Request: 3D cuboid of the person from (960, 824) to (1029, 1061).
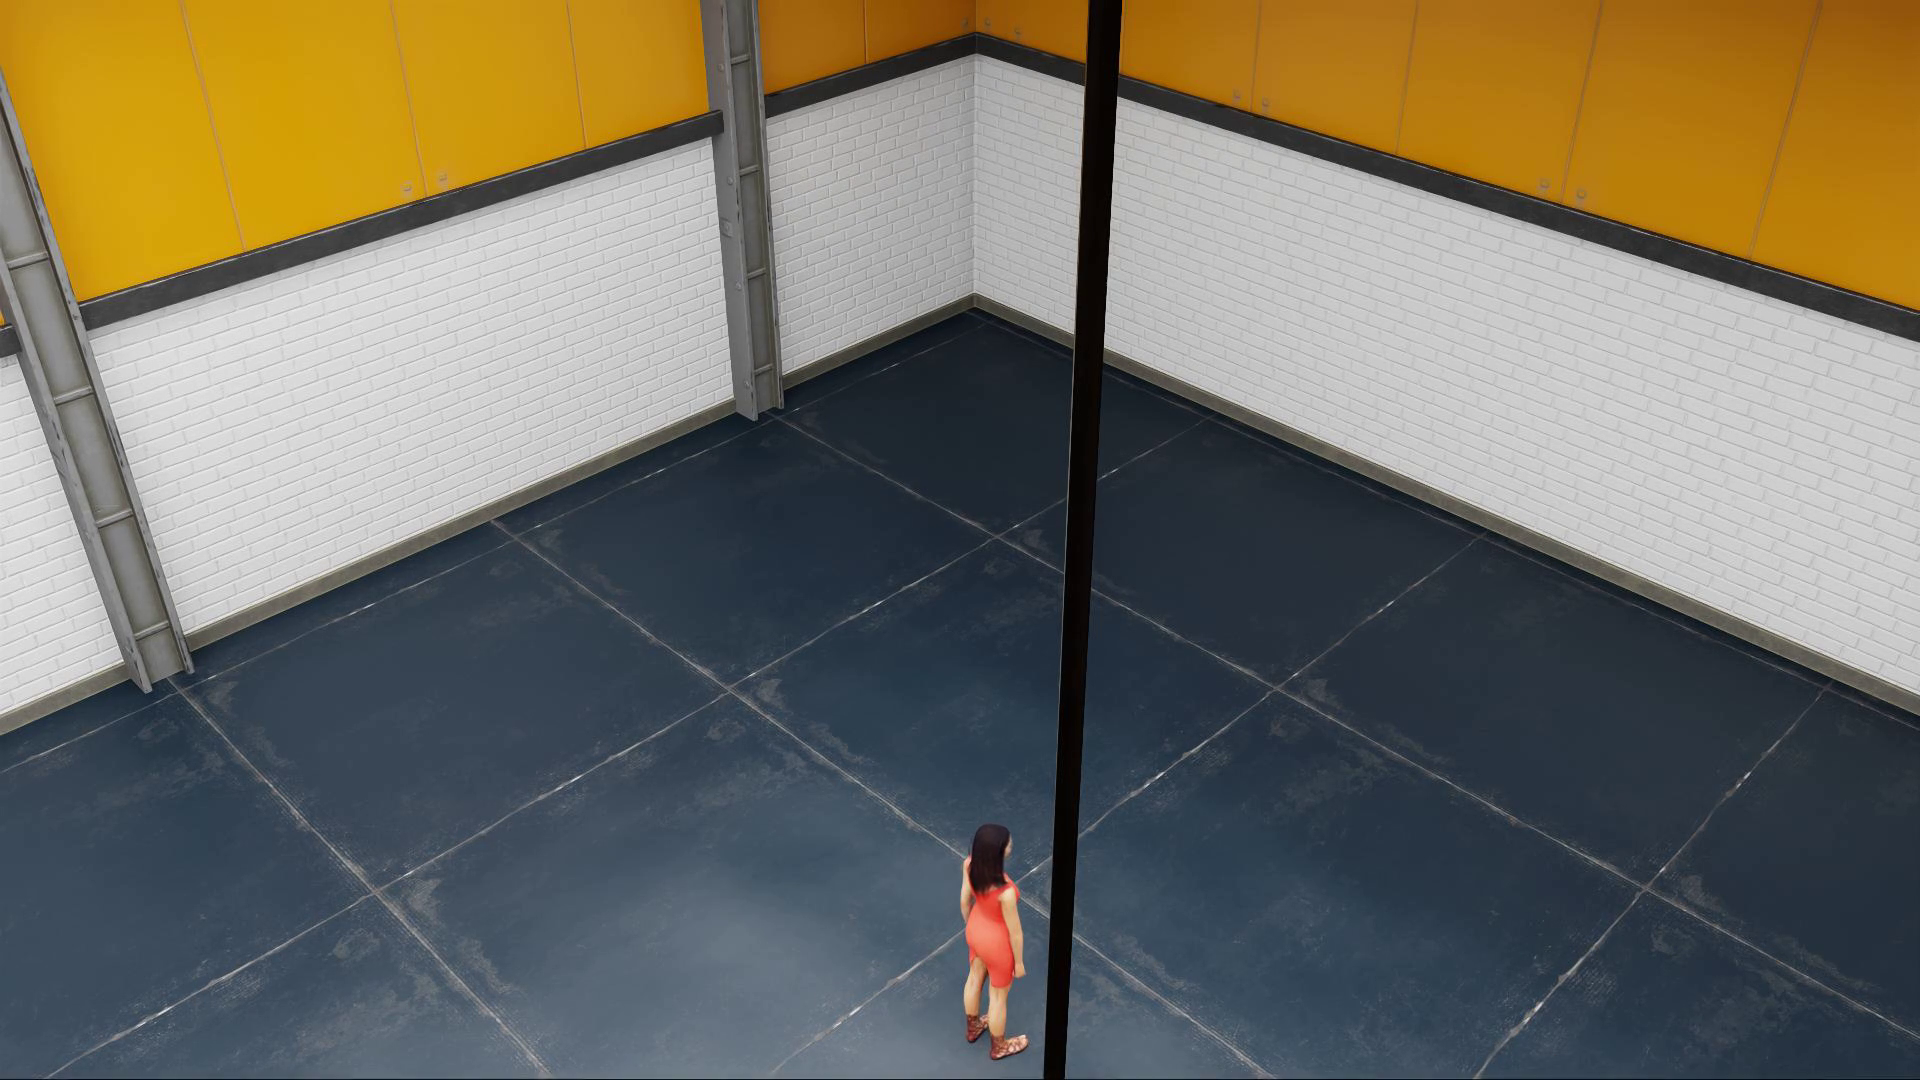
[{"bbox_3d":[0.178,2.300,9.545,0.507,1.719,0.596,-27,42,-34],"label":"person"}]
